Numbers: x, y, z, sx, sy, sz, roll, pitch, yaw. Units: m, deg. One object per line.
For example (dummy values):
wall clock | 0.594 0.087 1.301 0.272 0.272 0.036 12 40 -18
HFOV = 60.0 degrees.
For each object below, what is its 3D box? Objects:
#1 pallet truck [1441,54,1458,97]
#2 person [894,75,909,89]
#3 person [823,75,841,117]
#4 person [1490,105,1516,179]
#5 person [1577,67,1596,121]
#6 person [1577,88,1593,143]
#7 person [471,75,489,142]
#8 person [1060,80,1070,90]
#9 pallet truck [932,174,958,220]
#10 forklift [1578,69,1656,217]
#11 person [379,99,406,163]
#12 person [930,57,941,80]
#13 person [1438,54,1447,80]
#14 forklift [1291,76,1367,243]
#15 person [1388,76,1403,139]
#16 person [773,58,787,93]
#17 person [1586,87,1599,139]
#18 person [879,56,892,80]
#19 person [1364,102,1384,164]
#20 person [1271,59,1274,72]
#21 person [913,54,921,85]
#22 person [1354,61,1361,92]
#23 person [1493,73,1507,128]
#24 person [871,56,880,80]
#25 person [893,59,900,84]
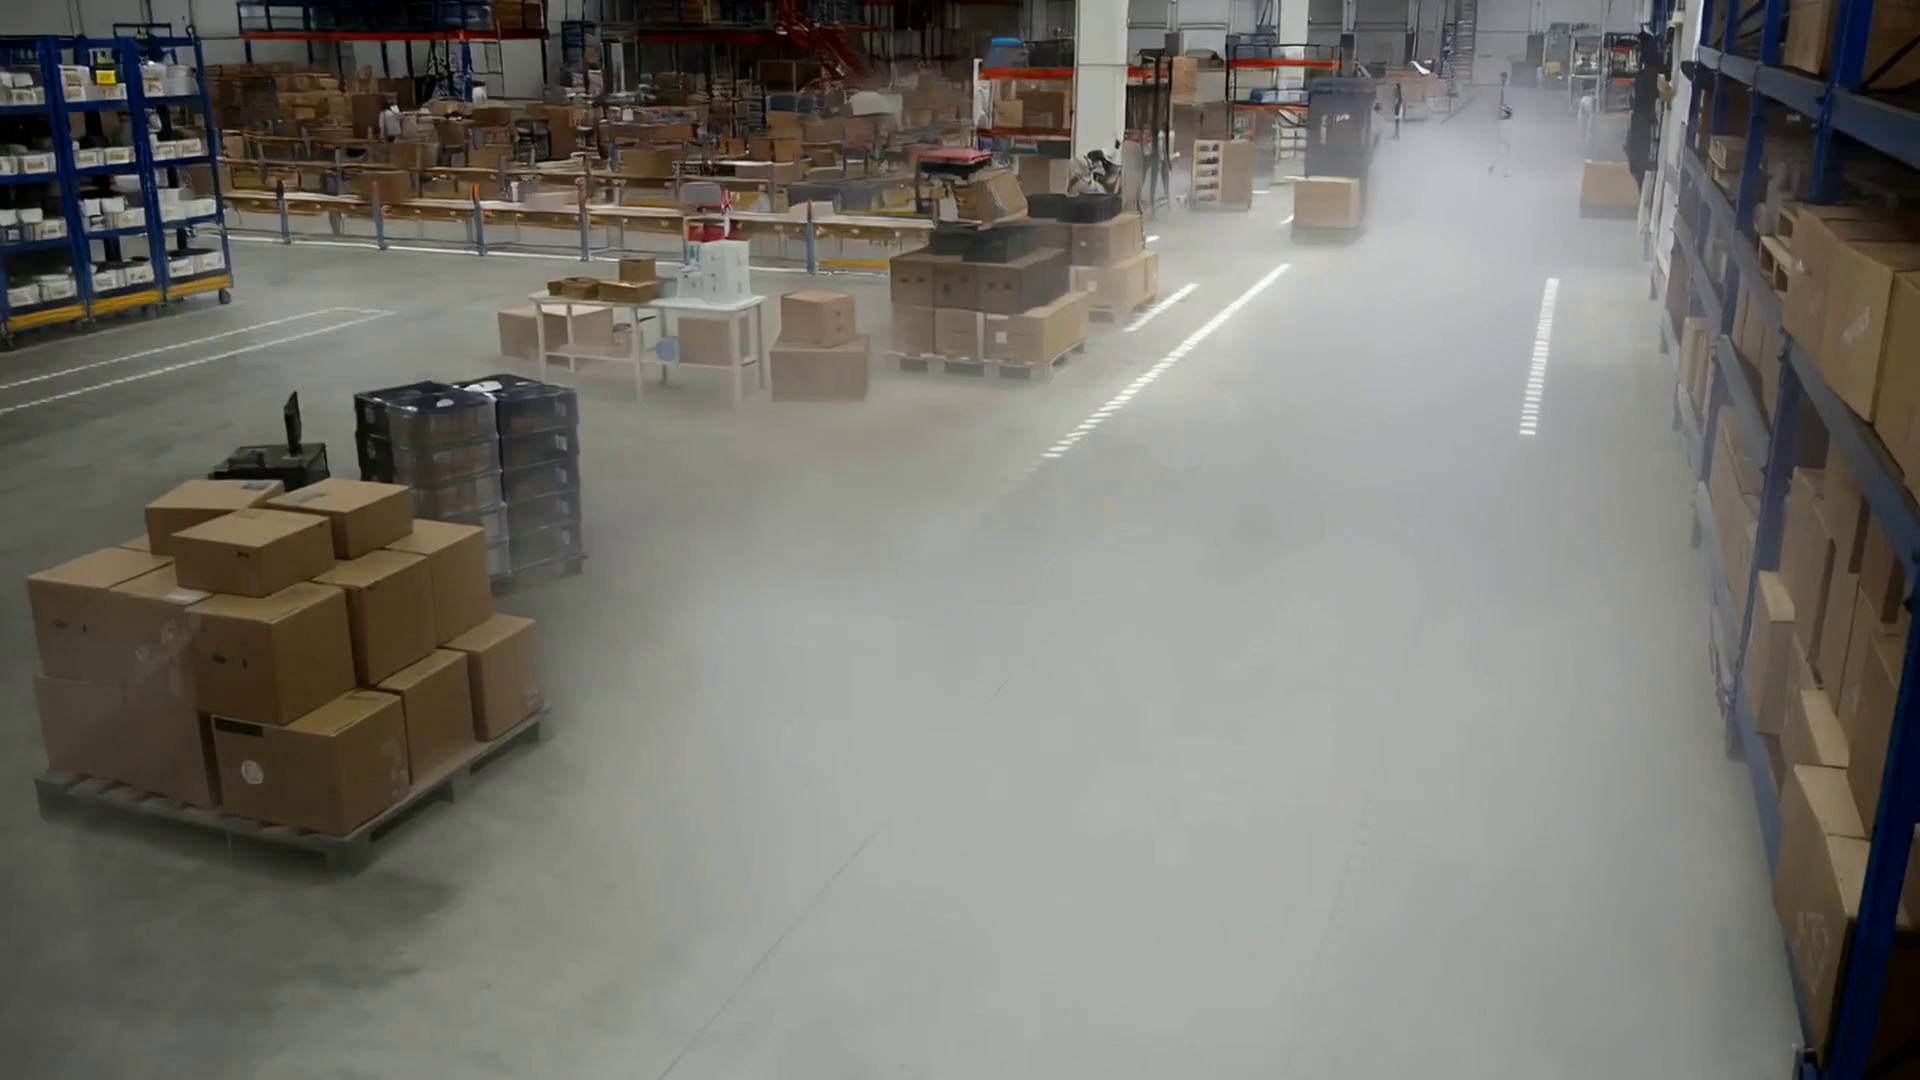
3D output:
pallet truck | 22.765 -21.886 78.355 0.823 1.965 1.885 -4 18 -14
person | -1.996 -15.261 57.877 0.610 1.786 0.695 9 20 27
person | -4.216 -14.268 54.579 0.555 1.900 0.909 5 18 15
person | 13.134 -9.611 40.197 0.528 1.754 0.504 -5 18 -14
person | 23.060 -16.418 61.250 0.606 1.957 0.383 5 18 15
person | 19.331 -13.126 51.412 0.313 1.639 0.517 0 18 -1
person | -14.747 -13.221 51.084 0.465 2.028 0.616 8 19 24
person | 4.764 -20.861 75.555 0.503 1.730 0.403 -5 18 -14
pallet truck | -0.507 -5.292 27.348 0.653 1.274 1.630 6 19 19
forklift | 13.219 -7.740 32.475 1.873 2.768 1.129 6 19 18
person | -13.599 -9.629 40.002 0.407 1.902 0.638 14 23 38
person | -1.059 -20.992 75.676 0.728 1.909 0.586 -17 24 -42
person | 23.645 -22.787 81.342 0.691 1.902 0.593 -6 19 -19
forklift | 6.598 -6.755 29.381 1.129 2.768 1.873 6 19 19
person | 13.825 -13.686 52.688 0.357 1.938 0.543 4 18 12
person | -8.248 -21.132 76.218 0.599 1.859 0.766 1 18 5
person | 19.931 -13.510 52.672 0.504 1.599 0.538 -17 24 -42
person | -3.343 -20.643 74.456 0.613 1.994 0.381 -9 20 -26
person | 11.026 -10.874 44.403 0.494 1.600 0.834 9 20 27
person | 17.567 -26.251 92.333 0.783 1.847 0.514 8 19 23
person | -2.016 -22.417 80.151 0.599 1.917 0.377 -11 21 -30
person | 16.643 -19.136 69.838 0.391 1.929 0.540 8 19 24
person | 18.772 -15.252 57.719 0.333 1.872 0.515 1 18 3
person | -4.119 -22.533 80.683 0.518 1.830 0.654 8 20 25
person | -2.954 -20.885 75.488 0.961 1.825 0.600 7 19 21
